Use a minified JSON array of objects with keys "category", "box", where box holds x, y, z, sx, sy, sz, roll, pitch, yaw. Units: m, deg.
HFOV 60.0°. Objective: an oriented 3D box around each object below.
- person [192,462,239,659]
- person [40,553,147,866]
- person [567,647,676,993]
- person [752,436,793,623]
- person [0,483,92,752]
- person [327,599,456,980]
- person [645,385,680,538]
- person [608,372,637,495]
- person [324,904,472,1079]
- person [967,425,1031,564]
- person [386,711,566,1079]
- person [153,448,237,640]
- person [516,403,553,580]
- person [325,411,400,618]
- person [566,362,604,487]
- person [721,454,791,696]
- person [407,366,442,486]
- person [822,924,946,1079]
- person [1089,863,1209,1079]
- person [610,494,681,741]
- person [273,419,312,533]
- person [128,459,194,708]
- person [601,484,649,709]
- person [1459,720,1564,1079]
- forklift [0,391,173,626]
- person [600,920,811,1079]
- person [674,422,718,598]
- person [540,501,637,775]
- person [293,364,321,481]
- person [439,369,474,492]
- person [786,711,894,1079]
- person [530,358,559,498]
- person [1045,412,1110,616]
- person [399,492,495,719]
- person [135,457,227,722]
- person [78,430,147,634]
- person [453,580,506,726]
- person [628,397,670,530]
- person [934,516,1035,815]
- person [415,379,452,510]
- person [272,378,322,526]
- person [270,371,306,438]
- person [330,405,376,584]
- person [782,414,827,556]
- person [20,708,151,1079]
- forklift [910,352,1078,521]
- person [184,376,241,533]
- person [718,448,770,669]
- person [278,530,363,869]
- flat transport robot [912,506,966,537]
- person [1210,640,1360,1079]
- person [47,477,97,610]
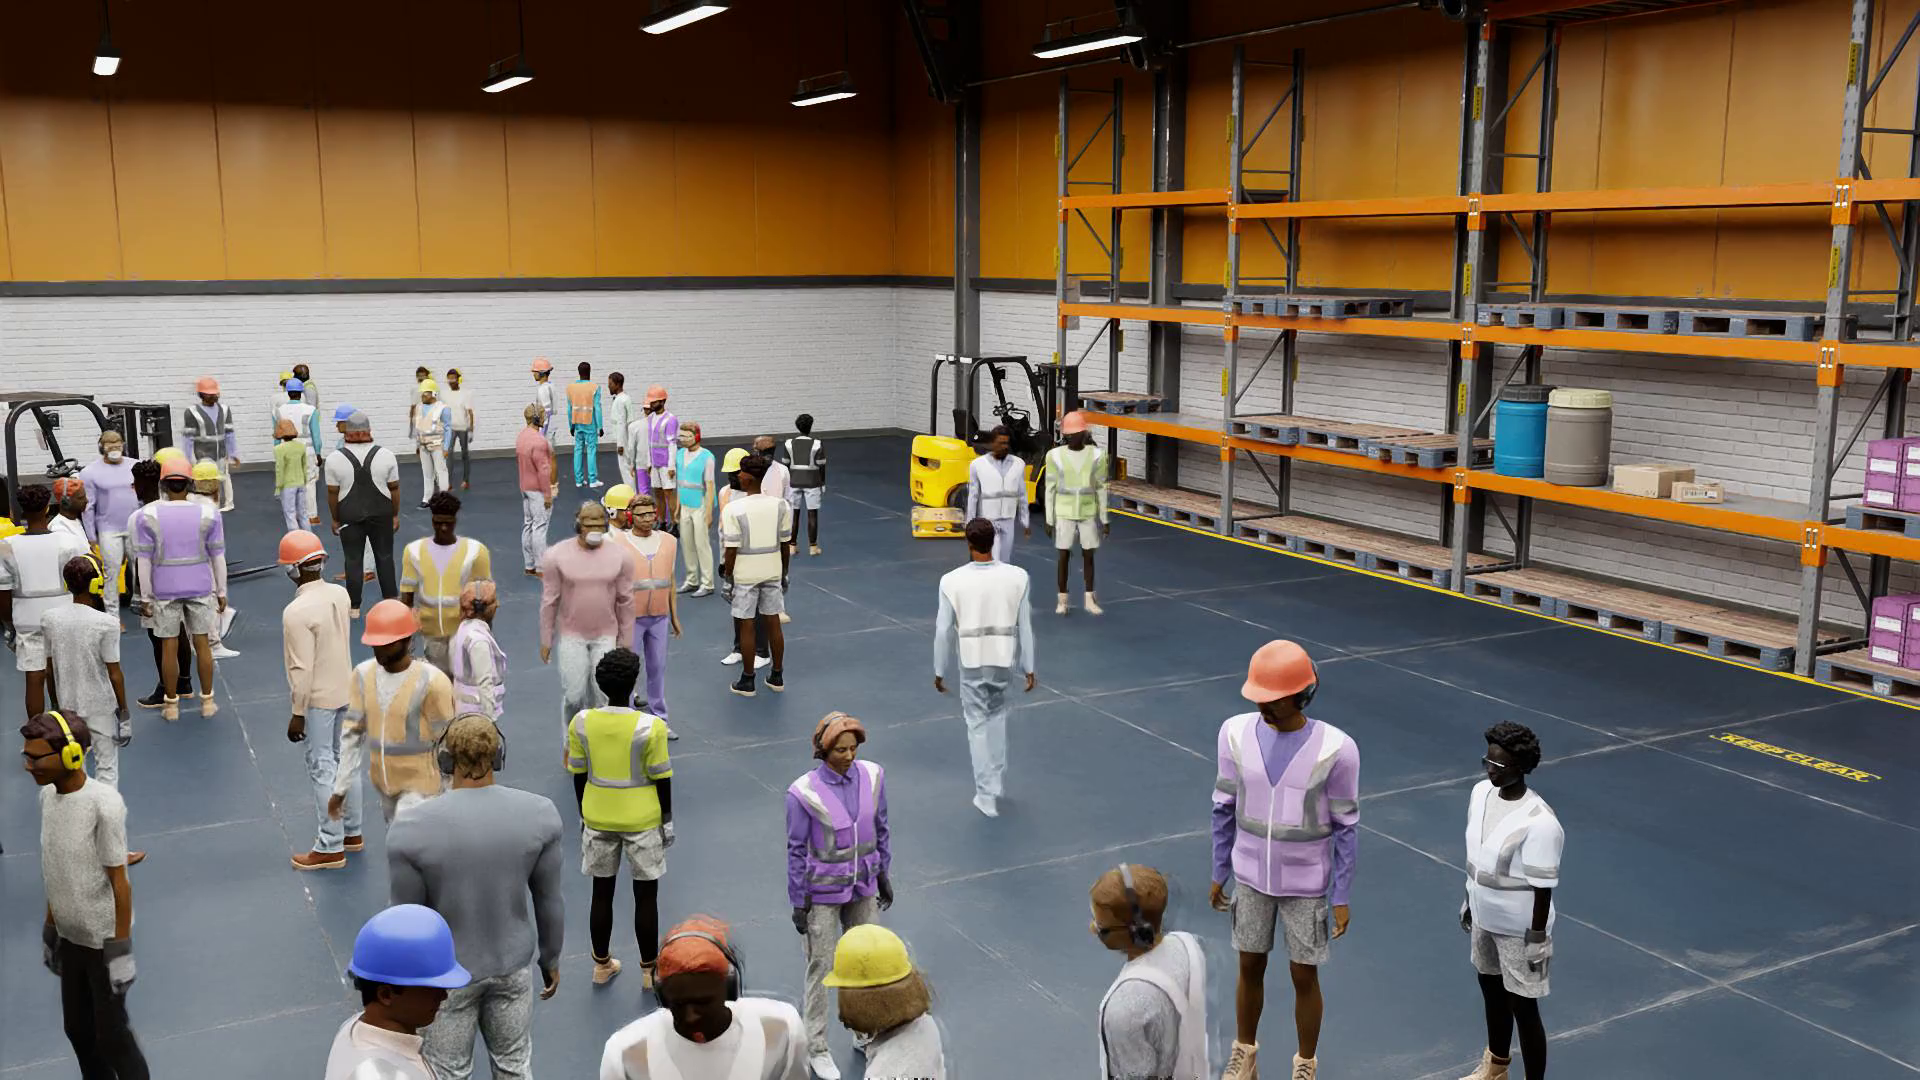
[{"category":"person","box":[-6.644,0.174,14.717,0.492,1.742,0.321,9,13,42]},{"category":"person","box":[-5.026,1.006,9.614,0.512,1.857,0.325,1,10,8]},{"category":"person","box":[-1.623,1.353,8.056,0.539,1.700,0.317,3,10,15]},{"category":"person","box":[-1.883,-0.089,15.982,0.625,1.836,0.428,-6,11,-30]},{"category":"person","box":[-6.463,0.572,11.784,0.606,1.966,0.367,-4,11,-22]},{"category":"person","box":[-2.820,1.224,8.266,0.569,1.883,0.993,4,11,22]},{"category":"person","box":[-3.738,-0.967,20.758,0.386,1.929,0.547,-9,14,-43]},{"category":"person","box":[-4.715,-1.404,23.347,0.393,1.907,0.586,-2,10,-11]},{"category":"person","box":[-1.439,1.883,4.313,0.402,1.940,0.602,-4,11,-24]},{"category":"person","box":[0.398,-0.176,16.282,0.613,1.897,0.519,-5,11,-26]},{"category":"person","box":[-1.764,1.578,6.122,0.639,1.927,0.387,-6,11,-30]},{"category":"person","box":[-6.855,0.085,14.835,0.705,1.880,0.634,-10,14,-44]},{"category":"person","box":[-4.630,-0.531,18.216,0.372,1.940,0.631,-7,12,-37]},{"category":"person","box":[-5.856,-0.258,16.347,0.679,2.000,0.537,-4,11,-21]},{"category":"person","box":[-5.716,-1.755,25.352,0.587,1.911,0.397,4,10,19]},{"category":"person","box":[-1.651,0.279,13.464,0.614,1.965,0.361,-7,12,-34]},{"category":"person","box":[-8.106,-1.715,25.298,0.512,1.849,0.463,2,10,9]},{"category":"person","box":[-0.052,1.930,4.815,0.683,1.680,0.517,1,10,5]},{"category":"person","box":[0.660,1.831,5.033,0.896,1.802,0.540,8,13,38]},{"category":"person","box":[-2.308,0.573,12.126,0.564,1.846,0.390,-8,12,-37]},{"category":"person","box":[-7.865,-0.612,19.558,0.266,1.631,0.507,3,10,18]},{"category":"person","box":[-6.324,0.340,13.120,0.368,1.966,0.602,1,10,8]},{"category":"person","box":[-2.613,0.471,12.803,0.403,1.817,0.601,1,10,7]},{"category":"person","box":[2.256,1.566,6.871,0.321,1.693,0.539,-3,10,-16]},{"category":"forklift","box":[-9.026,-0.363,16.508,1.214,2.155,2.313,6,11,29]},{"category":"person","box":[-0.686,1.889,4.663,0.572,1.810,1.025,-1,10,-6]},{"category":"person","box":[-2.742,-0.324,17.331,0.405,1.832,0.581,-10,14,-44]},{"category":"person","box":[-2.509,0.677,11.310,0.648,1.916,0.444,-4,11,-24]},{"category":"person","box":[-10.222,-1.830,26.006,0.429,1.837,0.624,-6,11,-30]},{"category":"person","box":[-7.518,-1.615,24.757,0.557,1.829,0.914,1,10,3]},{"category":"person","box":[-0.527,1.532,7.229,0.525,1.631,0.313,-8,13,-39]},{"category":"person","box":[-6.044,-1.620,24.182,0.374,2.042,0.615,-1,10,-5]},{"category":"person","box":[1.169,-0.243,16.354,0.674,2.028,0.402,0,10,-1]},{"category":"person","box":[-3.593,0.629,11.579,0.609,1.919,0.932,0,10,1]},{"category":"person","box":[-5.943,0.378,12.730,0.614,2.031,0.402,-6,11,-30]},{"category":"person","box":[-7.913,-0.080,15.665,0.637,1.926,0.367,-9,14,-44]},{"category":"person","box":[-2.887,1.046,10.027,0.312,1.632,0.514,-4,11,-23]},{"category":"person","box":[-3.956,-0.979,21.324,0.574,1.749,0.333,-1,10,-7]},{"category":"person","box":[0.134,0.784,10.752,0.637,1.893,0.700,-2,10,-13]},{"category":"person","box":[-7.308,-1.311,23.003,0.586,1.835,0.403,4,11,24]},{"category":"person","box":[-8.638,-1.139,21.728,0.604,1.939,0.415,0,10,0]},{"category":"person","box":[-10.232,-1.690,25.387,0.530,1.768,0.312,-6,12,-32]},{"category":"person","box":[-6.562,-0.483,17.959,0.615,1.952,0.401,9,13,41]},{"category":"person","box":[-1.828,-0.643,19.588,0.539,1.686,0.320,2,10,10]},{"category":"person","box":[-3.379,1.555,6.455,0.530,1.854,0.324,6,12,31]},{"category":"forklift","box":[0.460,-1.461,22.833,2.313,2.155,1.214,-5,11,-28]},{"category":"person","box":[-9.463,-1.064,21.068,0.549,2.014,0.598,6,11,30]},{"category":"person","box":[-1.870,0.158,14.324,0.582,1.919,0.397,8,13,40]},{"category":"person","box":[-3.745,0.923,9.693,0.392,1.990,0.612,1,10,7]},{"category":"flat transport robot","box":[-0.282,-0.243,21.354,0.652,0.197,1.431,0,10,-2]},{"category":"person","box":[1.309,1.397,6.840,0.612,2.033,0.399,6,11,30]},{"category":"person","box":[-6.789,0.455,12.725,0.346,1.879,0.579,-4,11,-20]}]
